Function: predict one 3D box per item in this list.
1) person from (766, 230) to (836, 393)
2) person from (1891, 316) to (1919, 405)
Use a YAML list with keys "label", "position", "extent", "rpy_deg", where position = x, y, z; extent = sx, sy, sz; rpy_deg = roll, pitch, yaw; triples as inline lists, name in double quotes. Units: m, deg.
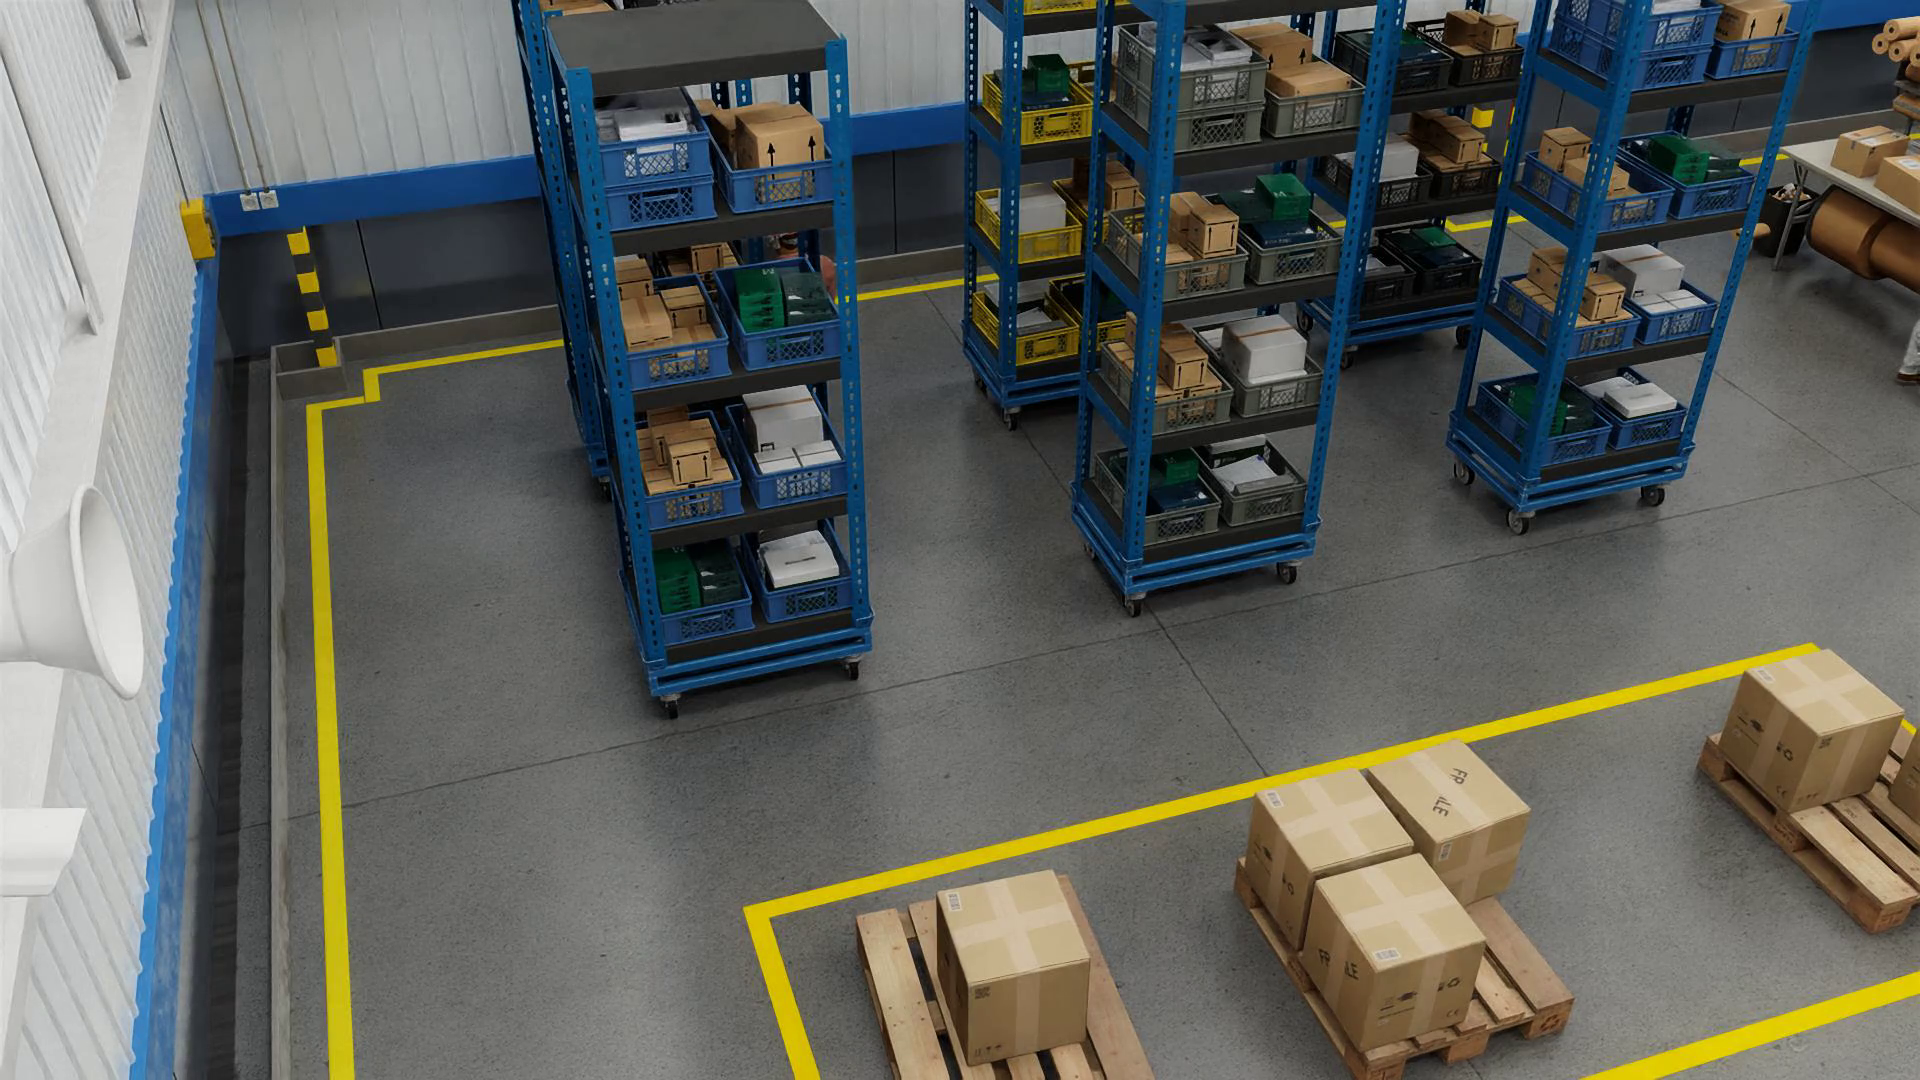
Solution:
- label: "person"
  position: [-1.016, -1.121, 10.154]
  extent: [0.626, 1.980, 0.411]
  rpy_deg: [-29, 44, -34]
- label: "person"
  position: [6.812, -1.826, 11.196]
  extent: [0.372, 1.930, 0.630]
  rpy_deg: [-5, 35, -7]
